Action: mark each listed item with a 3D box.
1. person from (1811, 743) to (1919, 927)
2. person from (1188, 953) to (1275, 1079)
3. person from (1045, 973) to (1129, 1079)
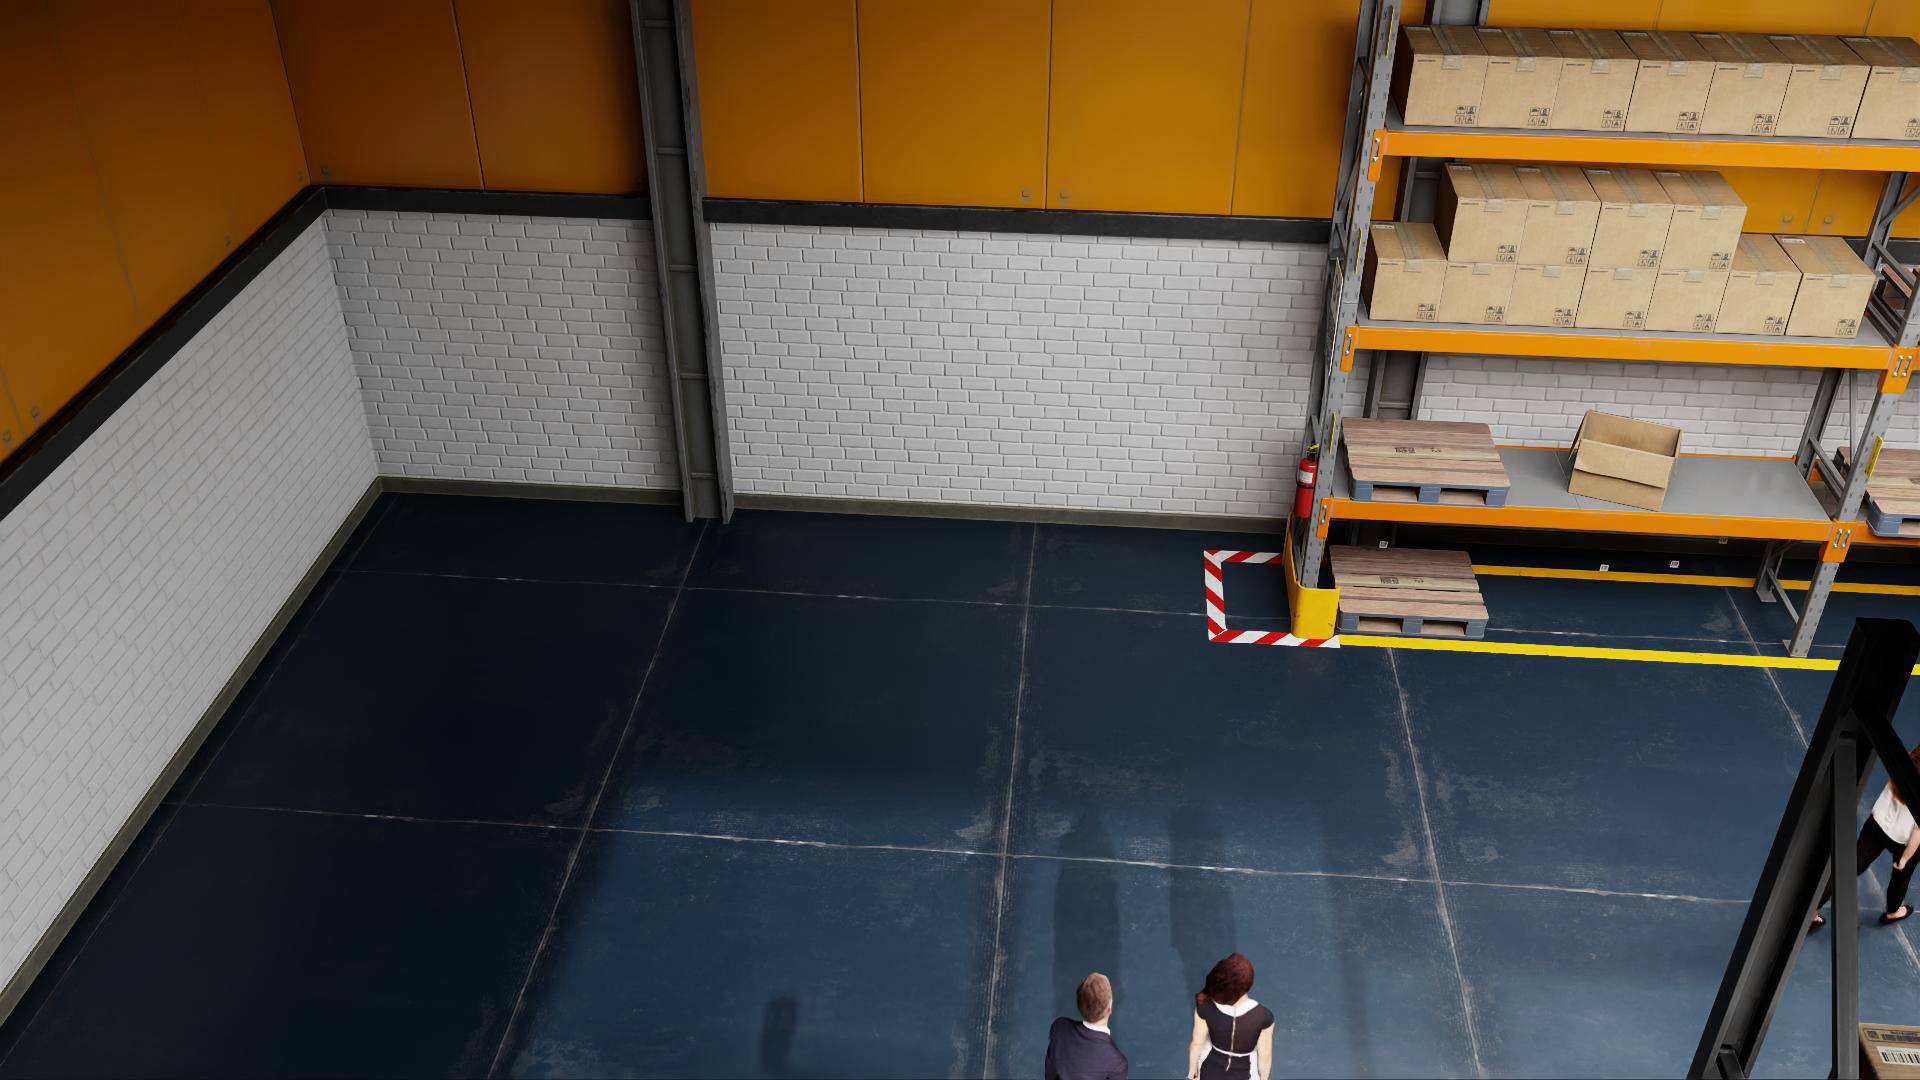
[{"bbox_3d":[5.884,1.891,10.625,1.169,1.687,0.872,-10,35,-14],"label":"person"},{"bbox_3d":[1.433,2.953,8.937,0.787,1.788,0.749,10,35,14],"label":"person"},{"bbox_3d":[0.603,3.078,8.751,0.978,1.786,1.021,28,43,35],"label":"person"}]
